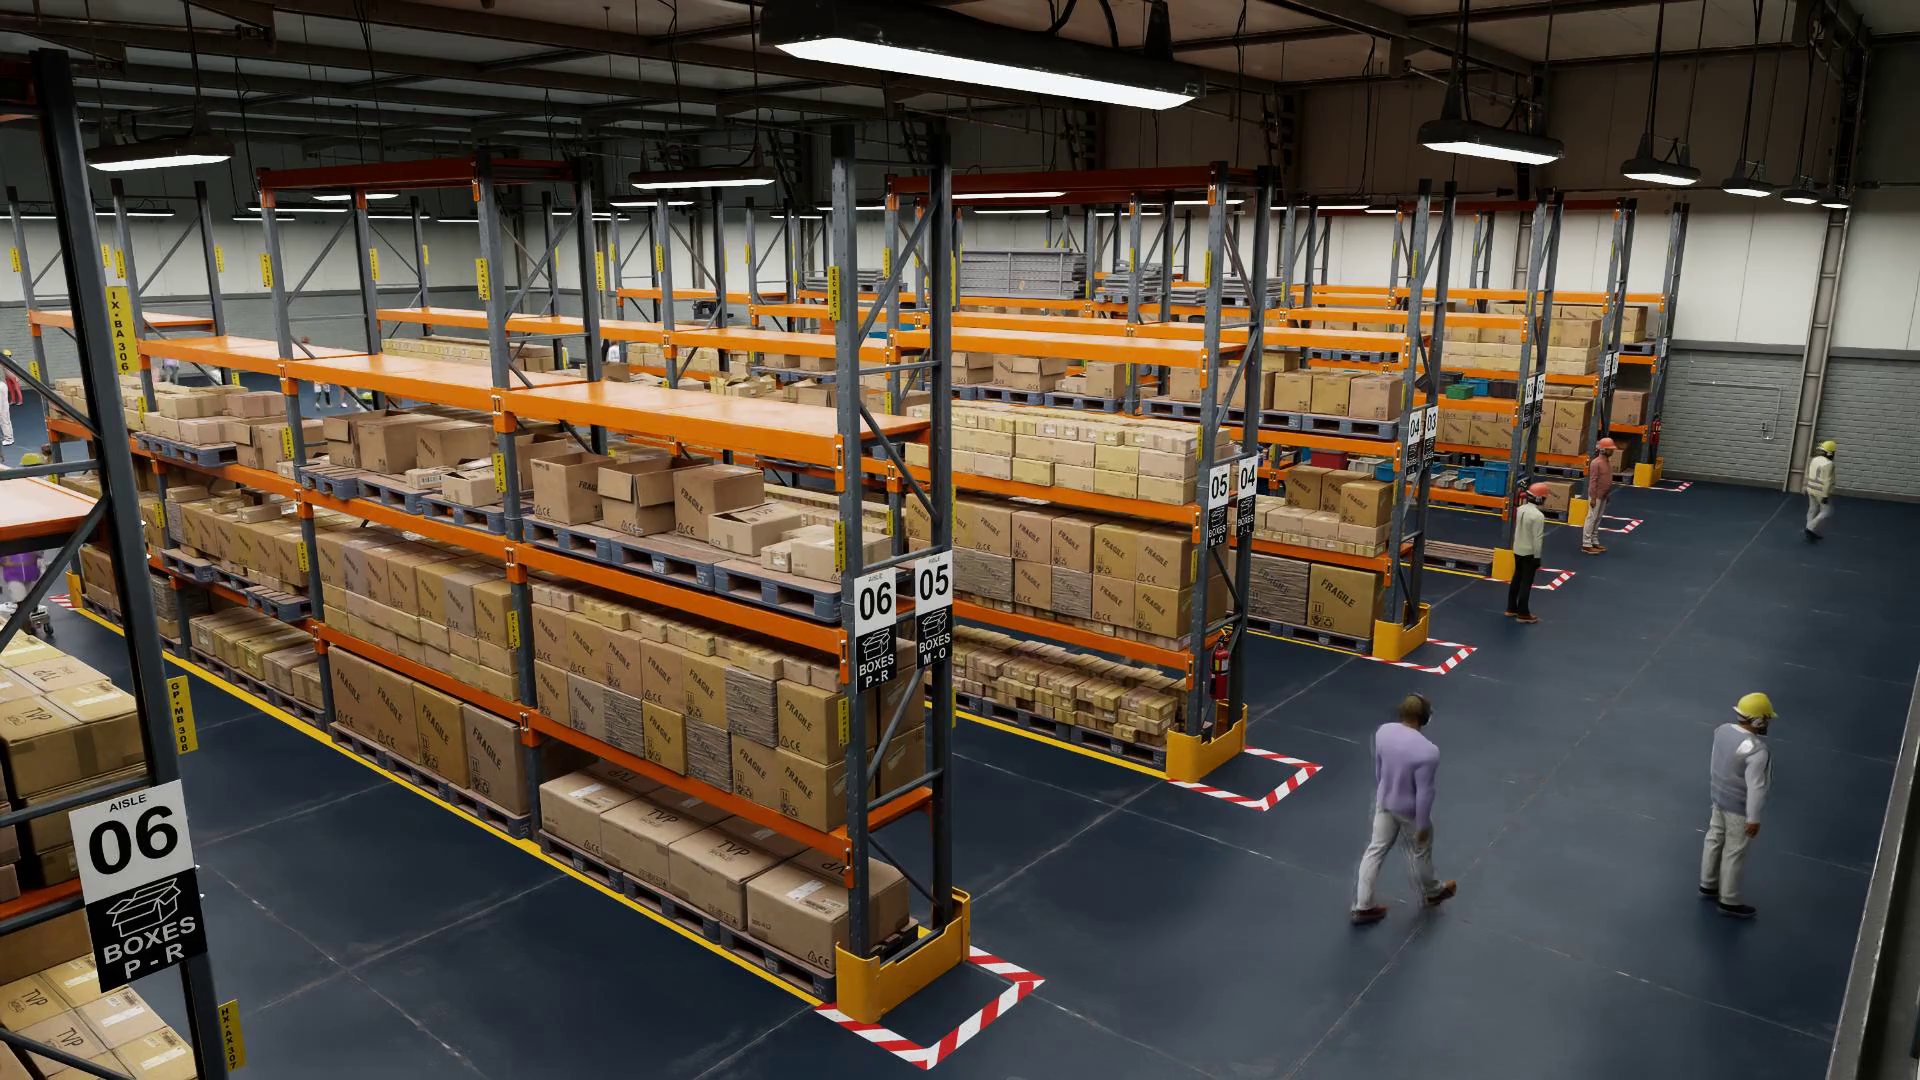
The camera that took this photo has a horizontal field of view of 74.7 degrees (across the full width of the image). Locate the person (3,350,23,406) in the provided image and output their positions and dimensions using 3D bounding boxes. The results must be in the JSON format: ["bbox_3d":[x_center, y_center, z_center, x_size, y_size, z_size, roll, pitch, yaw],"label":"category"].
[{"bbox_3d":[-30.404,-5.202,40.342,0.527,1.772,0.306,2,14,9],"label":"person"}]

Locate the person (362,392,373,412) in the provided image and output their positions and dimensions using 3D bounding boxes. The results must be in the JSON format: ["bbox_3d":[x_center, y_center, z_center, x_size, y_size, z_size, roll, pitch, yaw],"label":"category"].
[{"bbox_3d":[-14.002,-2.652,29.955,0.926,1.710,0.548,-3,14,-11],"label":"person"}]

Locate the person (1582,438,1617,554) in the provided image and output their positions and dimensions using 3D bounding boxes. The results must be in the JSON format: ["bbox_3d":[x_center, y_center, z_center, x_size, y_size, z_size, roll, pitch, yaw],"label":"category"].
[{"bbox_3d":[10.987,-0.770,21.633,0.611,1.997,0.375,-12,18,-40],"label":"person"}]

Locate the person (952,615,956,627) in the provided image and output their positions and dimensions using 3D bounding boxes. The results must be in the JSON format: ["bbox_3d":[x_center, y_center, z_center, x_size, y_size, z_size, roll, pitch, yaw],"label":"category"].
[{"bbox_3d":[-0.364,0.457,16.773,0.898,1.917,0.615,10,17,37],"label":"person"}]

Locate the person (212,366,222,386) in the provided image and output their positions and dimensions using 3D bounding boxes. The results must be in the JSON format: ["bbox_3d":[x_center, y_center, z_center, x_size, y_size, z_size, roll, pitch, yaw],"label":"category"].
[{"bbox_3d":[-22.485,-4.629,38.284,0.554,1.620,0.526,4,14,17],"label":"person"}]

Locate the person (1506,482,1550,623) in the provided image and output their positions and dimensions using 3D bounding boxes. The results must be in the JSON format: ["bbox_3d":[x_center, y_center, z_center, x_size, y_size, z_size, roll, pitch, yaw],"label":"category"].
[{"bbox_3d":[8.062,0.160,17.837,0.409,1.986,0.625,-1,14,-4],"label":"person"}]

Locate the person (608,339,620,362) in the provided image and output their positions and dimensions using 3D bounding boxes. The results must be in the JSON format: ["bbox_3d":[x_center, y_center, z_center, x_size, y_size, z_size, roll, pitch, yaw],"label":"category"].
[{"bbox_3d":[-11.996,-6.153,44.104,0.881,1.855,0.582,8,16,30],"label":"person"}]

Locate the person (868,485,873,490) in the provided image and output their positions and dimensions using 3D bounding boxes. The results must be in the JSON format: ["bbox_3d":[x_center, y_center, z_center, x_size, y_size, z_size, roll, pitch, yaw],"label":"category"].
[{"bbox_3d":[-2.028,-1.632,25.404,0.547,1.883,0.964,-8,16,-31],"label":"person"}]

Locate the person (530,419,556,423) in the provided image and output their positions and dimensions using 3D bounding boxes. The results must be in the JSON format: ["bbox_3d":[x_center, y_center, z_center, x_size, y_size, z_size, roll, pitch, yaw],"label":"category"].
[{"bbox_3d":[-8.675,-1.882,26.225,0.613,1.986,1.041,-5,14,-18],"label":"person"}]

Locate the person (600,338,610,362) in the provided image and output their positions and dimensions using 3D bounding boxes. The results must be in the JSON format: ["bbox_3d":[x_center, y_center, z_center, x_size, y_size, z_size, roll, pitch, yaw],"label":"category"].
[{"bbox_3d":[-13.871,-7.408,48.938,0.535,2.000,0.688,0,14,0],"label":"person"}]

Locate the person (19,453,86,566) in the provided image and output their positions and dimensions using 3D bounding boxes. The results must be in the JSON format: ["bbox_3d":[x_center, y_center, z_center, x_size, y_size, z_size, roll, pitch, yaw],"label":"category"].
[{"bbox_3d":[-15.072,-0.515,20.790,0.806,1.906,0.593,-10,17,-35],"label":"person"}]

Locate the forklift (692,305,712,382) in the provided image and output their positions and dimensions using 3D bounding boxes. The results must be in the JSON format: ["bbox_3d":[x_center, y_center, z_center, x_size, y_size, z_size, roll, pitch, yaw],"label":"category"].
[{"bbox_3d":[-9.511,-7.392,47.124,1.873,2.768,1.129,11,17,38],"label":"forklift"}]

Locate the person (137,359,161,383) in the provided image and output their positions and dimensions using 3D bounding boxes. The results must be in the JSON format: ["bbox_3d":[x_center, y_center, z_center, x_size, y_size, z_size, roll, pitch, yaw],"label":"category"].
[{"bbox_3d":[-23.547,-4.361,36.701,1.021,1.854,0.666,8,16,29],"label":"person"}]

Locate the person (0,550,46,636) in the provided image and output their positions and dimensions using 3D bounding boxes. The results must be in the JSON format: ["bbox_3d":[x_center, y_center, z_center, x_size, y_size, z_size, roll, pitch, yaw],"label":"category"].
[{"bbox_3d":[-12.496,0.466,16.748,0.881,1.906,0.542,12,18,41],"label":"person"}]

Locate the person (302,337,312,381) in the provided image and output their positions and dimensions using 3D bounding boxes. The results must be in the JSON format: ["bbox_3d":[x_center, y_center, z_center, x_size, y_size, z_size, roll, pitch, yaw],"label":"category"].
[{"bbox_3d":[-24.491,-6.790,47.221,0.586,1.611,0.280,1,14,5],"label":"person"}]

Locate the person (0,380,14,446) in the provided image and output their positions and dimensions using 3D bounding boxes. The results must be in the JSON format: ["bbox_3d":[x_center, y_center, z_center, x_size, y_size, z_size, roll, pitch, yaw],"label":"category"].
[{"bbox_3d":[-24.939,-3.417,32.714,0.410,1.908,0.643,-6,15,-24],"label":"person"}]

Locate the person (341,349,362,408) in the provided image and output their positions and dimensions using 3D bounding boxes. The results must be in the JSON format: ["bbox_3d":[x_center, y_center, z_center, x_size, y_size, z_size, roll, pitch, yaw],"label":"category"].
[{"bbox_3d":[-19.343,-5.094,39.738,1.004,1.859,0.662,11,18,39],"label":"person"}]

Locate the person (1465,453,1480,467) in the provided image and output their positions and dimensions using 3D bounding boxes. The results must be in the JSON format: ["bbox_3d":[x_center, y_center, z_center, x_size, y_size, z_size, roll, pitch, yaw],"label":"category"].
[{"bbox_3d":[11.506,-2.369,28.292,0.604,1.959,0.377,-5,15,-20],"label":"person"}]

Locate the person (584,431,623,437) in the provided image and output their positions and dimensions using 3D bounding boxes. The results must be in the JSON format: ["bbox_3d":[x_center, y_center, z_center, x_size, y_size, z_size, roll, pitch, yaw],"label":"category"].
[{"bbox_3d":[-9.593,-3.709,33.848,1.010,1.938,0.614,-7,15,-26],"label":"person"}]

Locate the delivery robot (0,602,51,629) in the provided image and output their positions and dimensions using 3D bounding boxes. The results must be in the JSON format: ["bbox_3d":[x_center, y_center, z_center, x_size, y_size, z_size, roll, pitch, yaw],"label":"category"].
[{"bbox_3d":[-12.842,1.003,17.240,0.707,0.478,0.477,6,15,22],"label":"delivery robot"}]

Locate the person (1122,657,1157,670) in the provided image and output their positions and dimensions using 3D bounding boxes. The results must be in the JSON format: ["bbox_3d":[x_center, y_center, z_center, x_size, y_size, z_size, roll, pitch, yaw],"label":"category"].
[{"bbox_3d":[2.224,0.941,14.979,0.631,1.819,0.804,-11,17,-38],"label":"person"}]

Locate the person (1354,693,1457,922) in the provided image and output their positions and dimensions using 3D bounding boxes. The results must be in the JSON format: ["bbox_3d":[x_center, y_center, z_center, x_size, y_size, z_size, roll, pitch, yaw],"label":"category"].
[{"bbox_3d":[3.585,2.105,10.036,1.003,1.882,0.651,-7,15,-26],"label":"person"}]

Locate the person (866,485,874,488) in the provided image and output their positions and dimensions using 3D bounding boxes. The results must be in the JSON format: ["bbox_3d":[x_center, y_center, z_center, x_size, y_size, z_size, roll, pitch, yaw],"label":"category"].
[{"bbox_3d":[-2.230,-2.092,27.326,1.039,1.881,0.560,7,15,26],"label":"person"}]

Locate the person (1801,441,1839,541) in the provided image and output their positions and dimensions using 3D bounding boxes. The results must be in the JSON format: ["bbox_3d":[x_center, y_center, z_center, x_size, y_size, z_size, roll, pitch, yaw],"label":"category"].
[{"bbox_3d":[15.302,-0.864,22.386,0.422,1.816,0.625,2,14,9],"label":"person"}]

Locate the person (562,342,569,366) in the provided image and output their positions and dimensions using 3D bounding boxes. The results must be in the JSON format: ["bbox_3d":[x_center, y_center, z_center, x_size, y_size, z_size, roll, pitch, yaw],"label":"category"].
[{"bbox_3d":[-14.605,-6.516,46.115,0.511,1.593,0.839,-9,16,-32],"label":"person"}]

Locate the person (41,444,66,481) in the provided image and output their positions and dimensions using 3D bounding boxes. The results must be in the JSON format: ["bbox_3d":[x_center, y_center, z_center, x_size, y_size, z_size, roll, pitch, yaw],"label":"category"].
[{"bbox_3d":[-16.633,-0.965,23.187,0.521,1.636,0.311,7,15,28],"label":"person"}]

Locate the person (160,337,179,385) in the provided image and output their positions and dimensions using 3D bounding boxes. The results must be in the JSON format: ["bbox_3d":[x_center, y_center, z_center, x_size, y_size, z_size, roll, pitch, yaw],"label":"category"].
[{"bbox_3d":[-27.595,-6.138,43.961,0.597,1.887,0.839,-5,14,-18],"label":"person"}]

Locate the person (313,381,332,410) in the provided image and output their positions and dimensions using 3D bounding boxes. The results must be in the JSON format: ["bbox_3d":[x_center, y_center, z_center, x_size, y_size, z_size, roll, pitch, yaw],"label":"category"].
[{"bbox_3d":[-19.960,-4.895,39.298,0.538,1.666,0.824,-1,14,-5],"label":"person"}]

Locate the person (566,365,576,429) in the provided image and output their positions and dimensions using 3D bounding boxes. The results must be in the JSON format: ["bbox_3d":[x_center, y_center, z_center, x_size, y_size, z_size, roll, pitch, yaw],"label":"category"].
[{"bbox_3d":[-10.921,-3.975,35.187,0.532,1.822,0.617,0,14,-1],"label":"person"}]

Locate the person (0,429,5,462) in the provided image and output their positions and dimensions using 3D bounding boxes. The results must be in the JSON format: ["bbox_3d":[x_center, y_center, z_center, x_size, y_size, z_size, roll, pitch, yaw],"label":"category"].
[{"bbox_3d":[-19.895,-1.732,25.713,0.633,1.940,0.368,-11,18,-39],"label":"person"}]

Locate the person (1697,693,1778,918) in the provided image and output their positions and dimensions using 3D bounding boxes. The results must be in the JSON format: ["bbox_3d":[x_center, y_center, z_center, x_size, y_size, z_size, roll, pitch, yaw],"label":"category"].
[{"bbox_3d":[6.279,2.105,10.153,0.403,1.830,0.599,0,14,2],"label":"person"}]

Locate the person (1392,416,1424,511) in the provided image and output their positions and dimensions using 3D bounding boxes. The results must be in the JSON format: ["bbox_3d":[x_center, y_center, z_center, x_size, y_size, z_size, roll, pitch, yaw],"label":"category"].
[{"bbox_3d":[8.899,-1.562,25.096,0.760,1.900,0.688,12,18,40],"label":"person"}]

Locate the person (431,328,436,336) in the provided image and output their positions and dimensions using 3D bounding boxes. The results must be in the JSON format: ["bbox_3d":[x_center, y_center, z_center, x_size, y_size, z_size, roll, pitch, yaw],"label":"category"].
[{"bbox_3d":[-21.575,-7.840,51.474,0.501,1.633,0.283,0,14,-1],"label":"person"}]
